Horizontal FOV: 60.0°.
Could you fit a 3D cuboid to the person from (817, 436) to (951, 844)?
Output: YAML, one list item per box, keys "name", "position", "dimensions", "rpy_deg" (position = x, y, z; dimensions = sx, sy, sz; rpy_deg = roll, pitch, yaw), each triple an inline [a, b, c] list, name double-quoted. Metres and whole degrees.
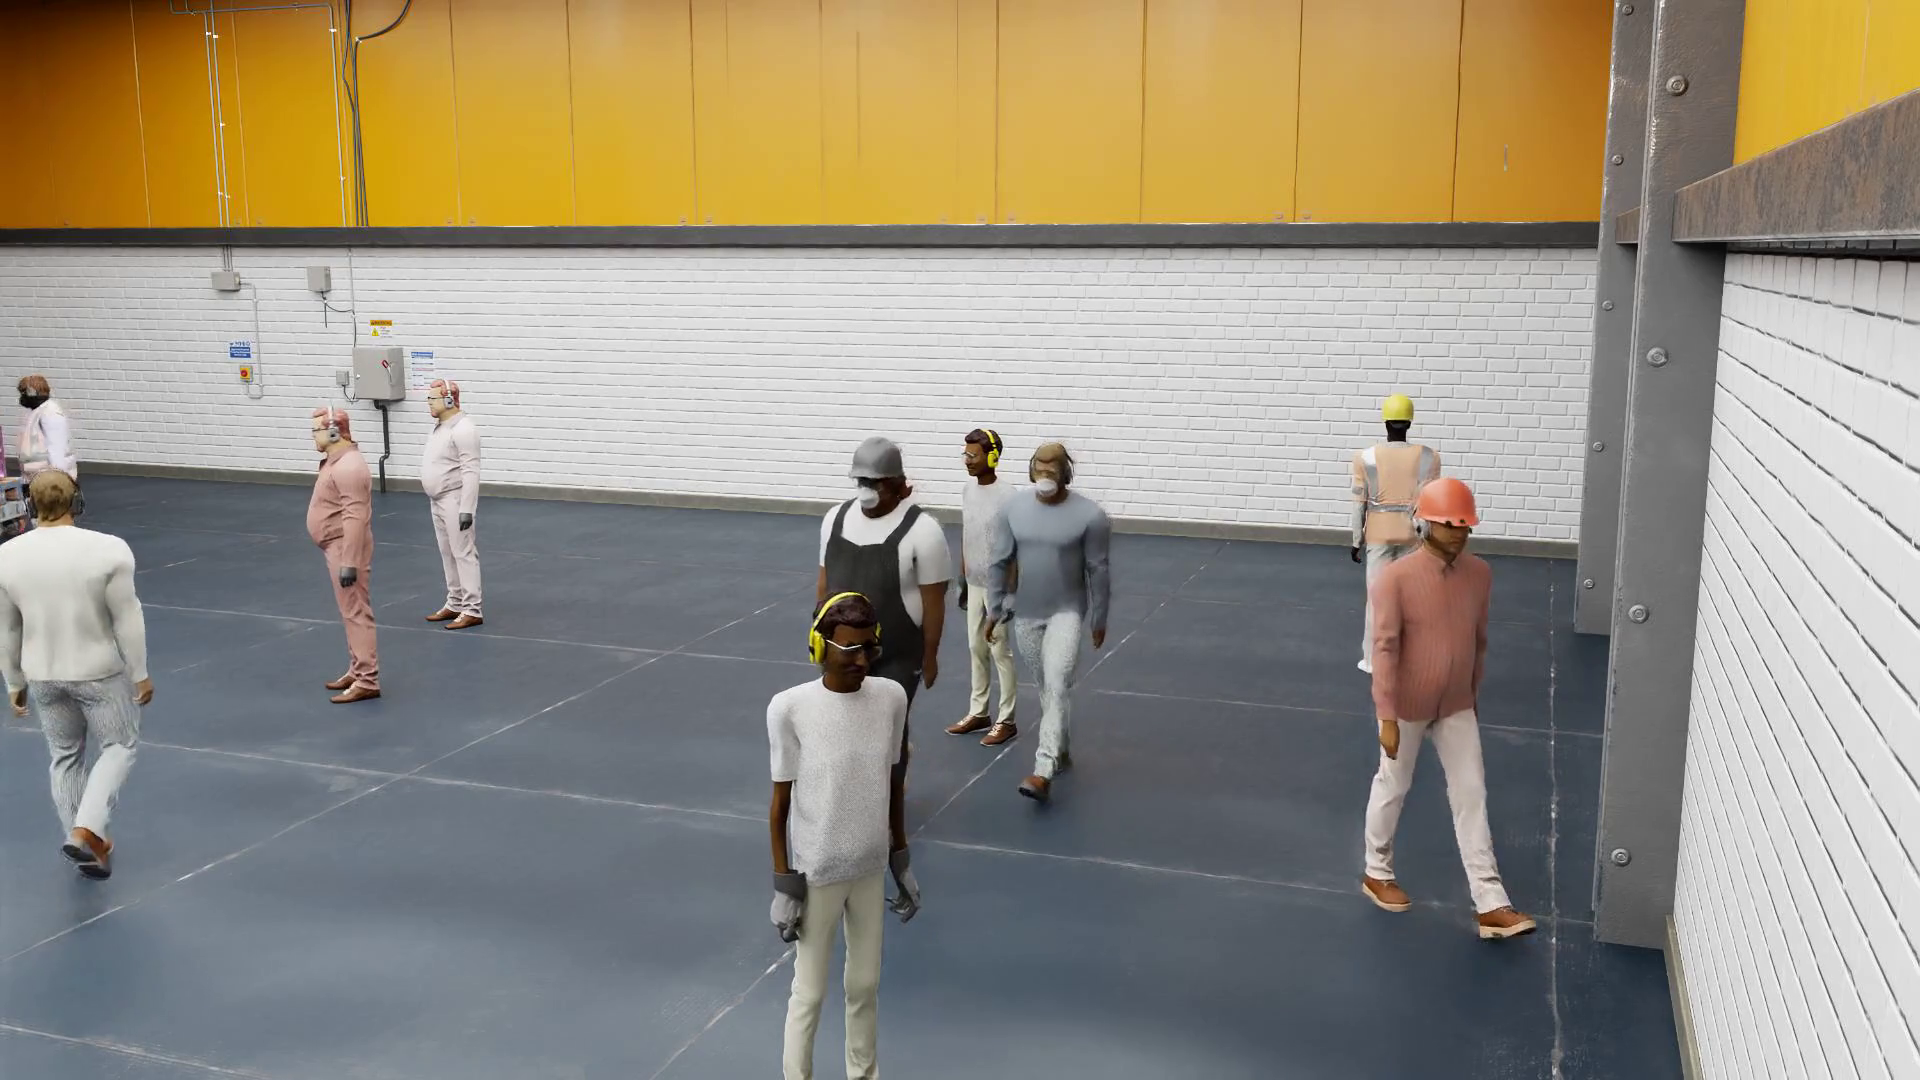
- name: "person"
  position: [-0.381, 0.468, 8.182]
  dimensions: [0.695, 2.000, 0.712]
  rpy_deg: [6, 12, 30]

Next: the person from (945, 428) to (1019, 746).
- name: "person"
  position: [0.156, 0.273, 9.766]
  dimensions: [0.323, 1.870, 0.518]
  rpy_deg: [-8, 13, -38]

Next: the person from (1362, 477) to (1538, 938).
- name: "person"
  position: [2.048, 0.718, 7.031]
  dimensions: [0.639, 1.946, 0.957]
  rpy_deg: [-3, 11, -18]

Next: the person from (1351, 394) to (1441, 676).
- name: "person"
  position: [2.944, -0.028, 11.288]
  dimensions: [0.588, 1.930, 0.359]
  rpy_deg: [1, 10, 7]

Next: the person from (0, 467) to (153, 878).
- name: "person"
  position: [-4.058, 0.630, 7.585]
  dimensions: [0.647, 1.926, 0.620]
  rpy_deg: [-1, 10, -7]

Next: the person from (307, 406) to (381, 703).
- name: "person"
  position: [-3.975, 0.089, 10.702]
  dimensions: [0.402, 1.904, 0.652]
  rpy_deg: [-4, 11, -23]

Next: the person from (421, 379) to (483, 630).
- name: "person"
  position: [-3.911, -0.276, 12.752]
  dimensions: [0.408, 1.906, 0.653]
  rpy_deg: [-8, 13, -38]

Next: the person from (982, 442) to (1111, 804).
- name: "person"
  position: [0.448, 0.421, 8.876]
  dimensions: [0.640, 1.881, 1.023]
  rpy_deg: [5, 11, 25]

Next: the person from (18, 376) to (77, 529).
- name: "person"
  position: [-7.908, -0.517, 14.434]
  dimensions: [0.434, 1.804, 0.652]
  rpy_deg: [-9, 14, -42]

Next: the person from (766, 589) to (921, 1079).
- name: "person"
  position: [-0.361, 1.071, 5.292]
  dimensions: [0.517, 1.865, 0.328]
  rpy_deg: [-7, 12, -33]
